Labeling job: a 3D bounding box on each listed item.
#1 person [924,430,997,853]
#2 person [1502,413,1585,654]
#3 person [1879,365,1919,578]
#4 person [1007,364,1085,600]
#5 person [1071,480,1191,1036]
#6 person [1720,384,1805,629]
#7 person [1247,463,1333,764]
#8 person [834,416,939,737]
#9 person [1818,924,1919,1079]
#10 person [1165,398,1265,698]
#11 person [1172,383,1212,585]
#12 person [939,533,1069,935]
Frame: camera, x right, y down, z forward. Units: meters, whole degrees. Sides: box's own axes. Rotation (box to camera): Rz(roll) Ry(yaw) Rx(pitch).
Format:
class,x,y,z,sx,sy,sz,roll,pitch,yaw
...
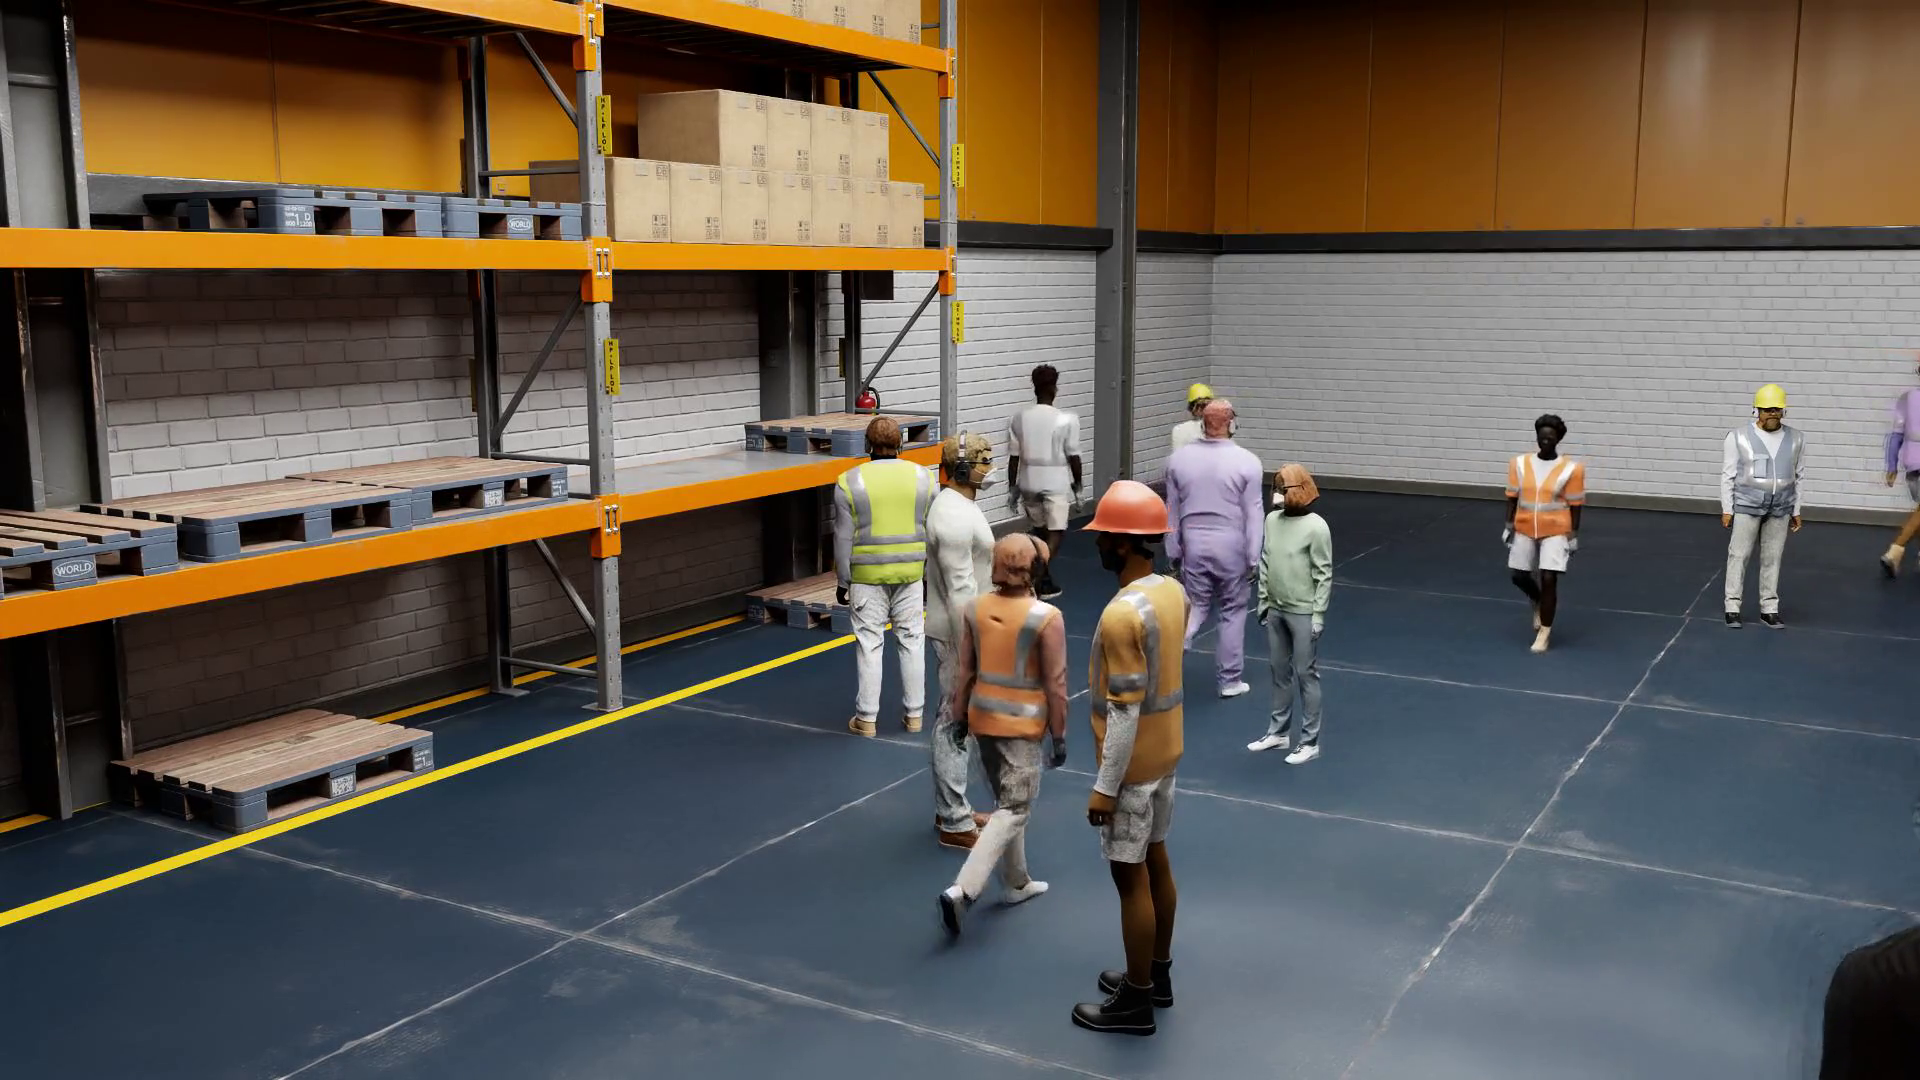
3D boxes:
class,x,y,z,sx,sy,sz,roll,pitch,yaw
person,0.018,0.459,7.673,0.372,1.940,0.632,0,9,-2
person,4.141,-0.068,11.746,0.541,1.679,0.562,7,11,37
person,8.393,-0.666,14.516,0.961,2.012,0.609,-4,10,-23
person,0.656,-0.430,13.239,0.614,1.942,0.878,5,10,27
person,0.589,0.757,5.813,0.360,1.939,0.543,4,10,26
person,5.986,-0.247,12.408,0.595,1.832,0.404,1,9,5
person,1.800,0.393,9.034,0.266,1.631,0.507,-5,10,-30
person,-0.430,0.210,9.532,0.627,1.844,0.429,-3,10,-18
person,1.683,1.262,2.701,0.628,1.928,1.068,0,9,3
person,1.546,0.075,10.257,0.650,1.888,0.663,6,11,35
person,2.021,-0.443,13.899,0.535,1.741,0.726,-3,9,-16
person,0.145,0.776,6.729,0.556,1.611,0.713,9,12,43
